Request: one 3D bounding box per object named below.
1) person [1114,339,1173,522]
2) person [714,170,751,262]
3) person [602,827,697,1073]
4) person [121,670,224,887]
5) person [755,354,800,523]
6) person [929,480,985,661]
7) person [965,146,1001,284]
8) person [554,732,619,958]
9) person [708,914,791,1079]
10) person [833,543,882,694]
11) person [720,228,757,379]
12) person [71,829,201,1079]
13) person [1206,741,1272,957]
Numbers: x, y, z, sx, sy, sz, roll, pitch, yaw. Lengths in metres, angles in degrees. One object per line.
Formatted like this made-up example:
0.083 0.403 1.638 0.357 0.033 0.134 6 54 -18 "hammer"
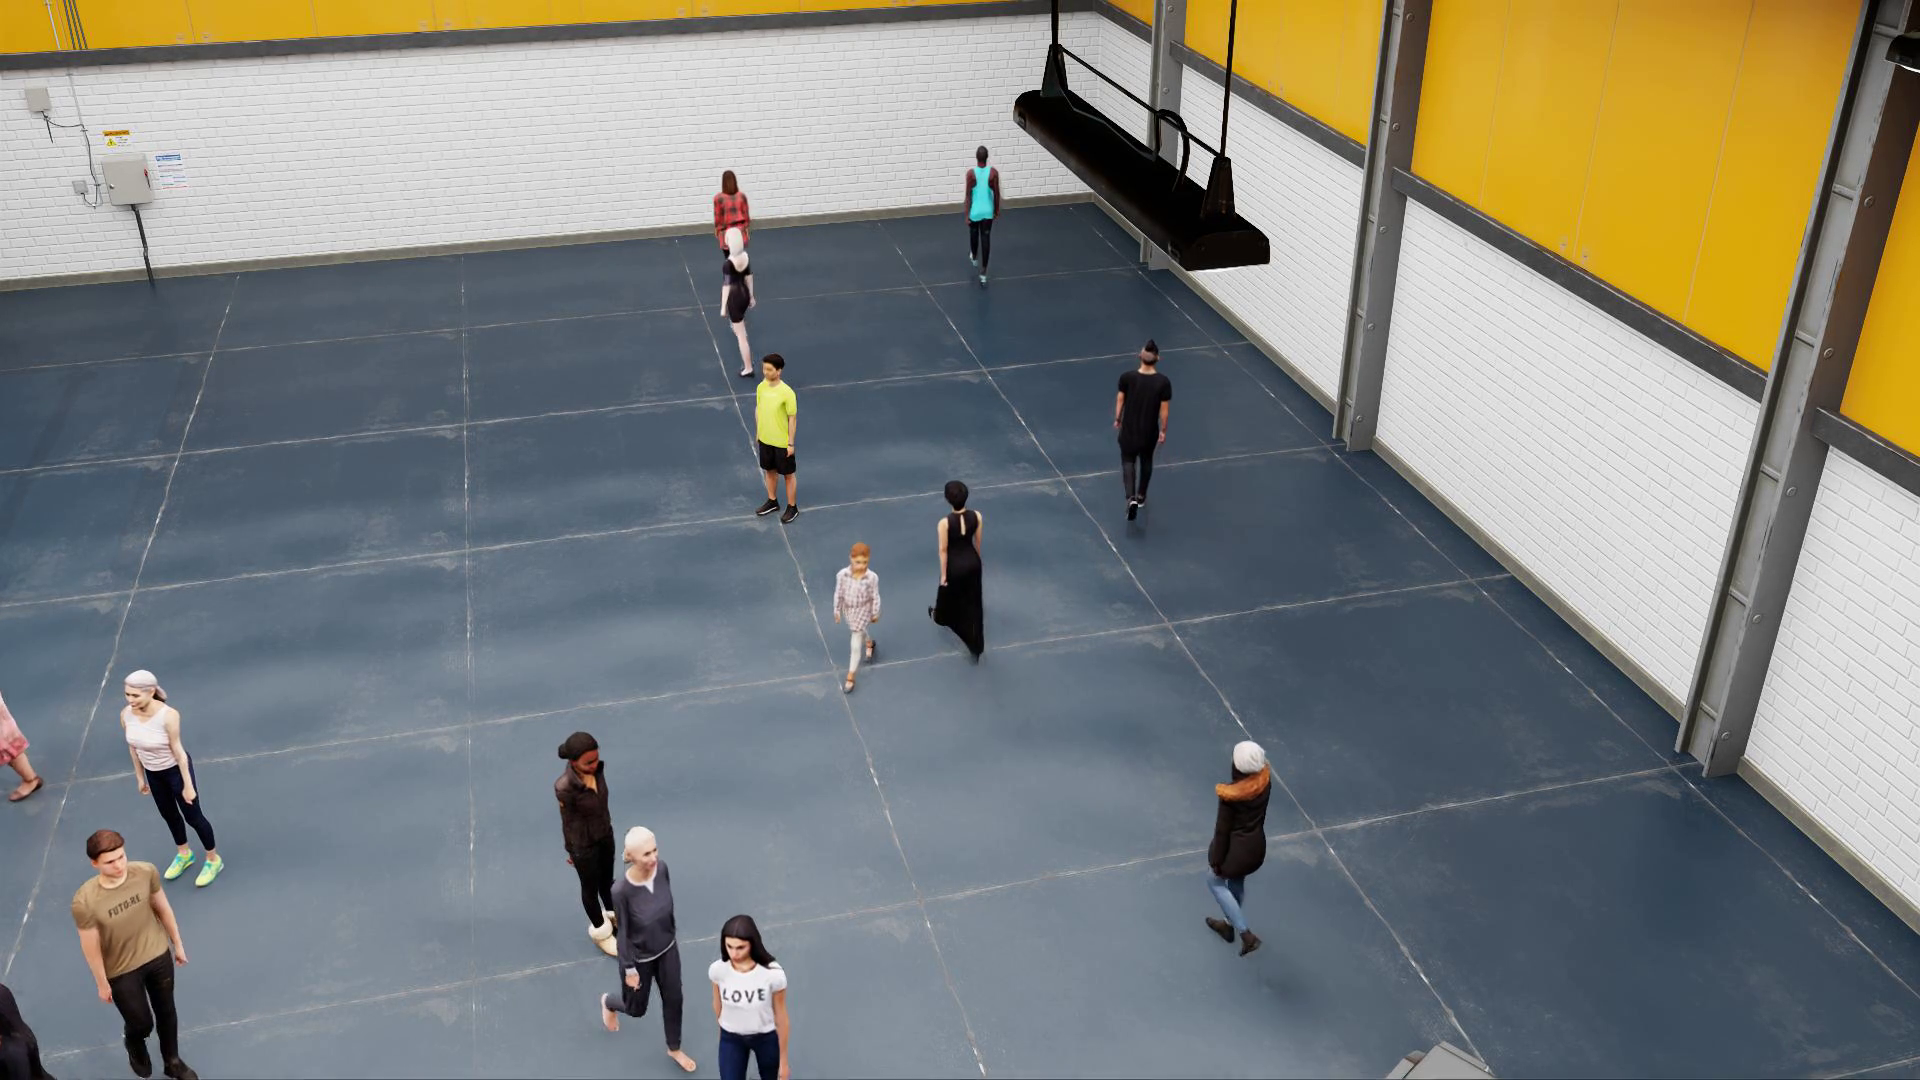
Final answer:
1.742 -1.064 16.124 0.927 1.847 1.140 3 29 6 "person"
-2.941 -3.940 21.554 0.673 1.697 0.804 -11 31 -20 "person"
-1.920 2.400 9.920 1.039 1.707 0.895 23 36 35 "person"
-5.414 1.601 11.392 0.675 1.700 0.692 8 30 14 "person"
-1.786 -1.017 16.185 0.685 1.708 0.755 17 33 28 "person"
0.047 0.298 13.933 0.759 1.554 1.087 -13 31 -23 "person"
0.293 -4.294 22.137 0.793 1.761 1.235 -2 29 -4 "person"
-2.410 1.940 10.810 0.774 1.662 0.716 -13 31 -22 "person"
-1.132 2.740 9.264 0.811 1.740 1.139 1 29 1 "person"
-0.835 0.562 13.741 0.818 1.276 1.012 7 29 13 "person"
-2.471 -2.698 19.147 0.784 1.821 0.718 14 32 24 "person"
-4.861 2.428 9.724 0.938 1.846 0.875 20 34 32 "person"
1.831 2.010 10.725 0.757 1.622 0.887 -17 33 -29 "person"
